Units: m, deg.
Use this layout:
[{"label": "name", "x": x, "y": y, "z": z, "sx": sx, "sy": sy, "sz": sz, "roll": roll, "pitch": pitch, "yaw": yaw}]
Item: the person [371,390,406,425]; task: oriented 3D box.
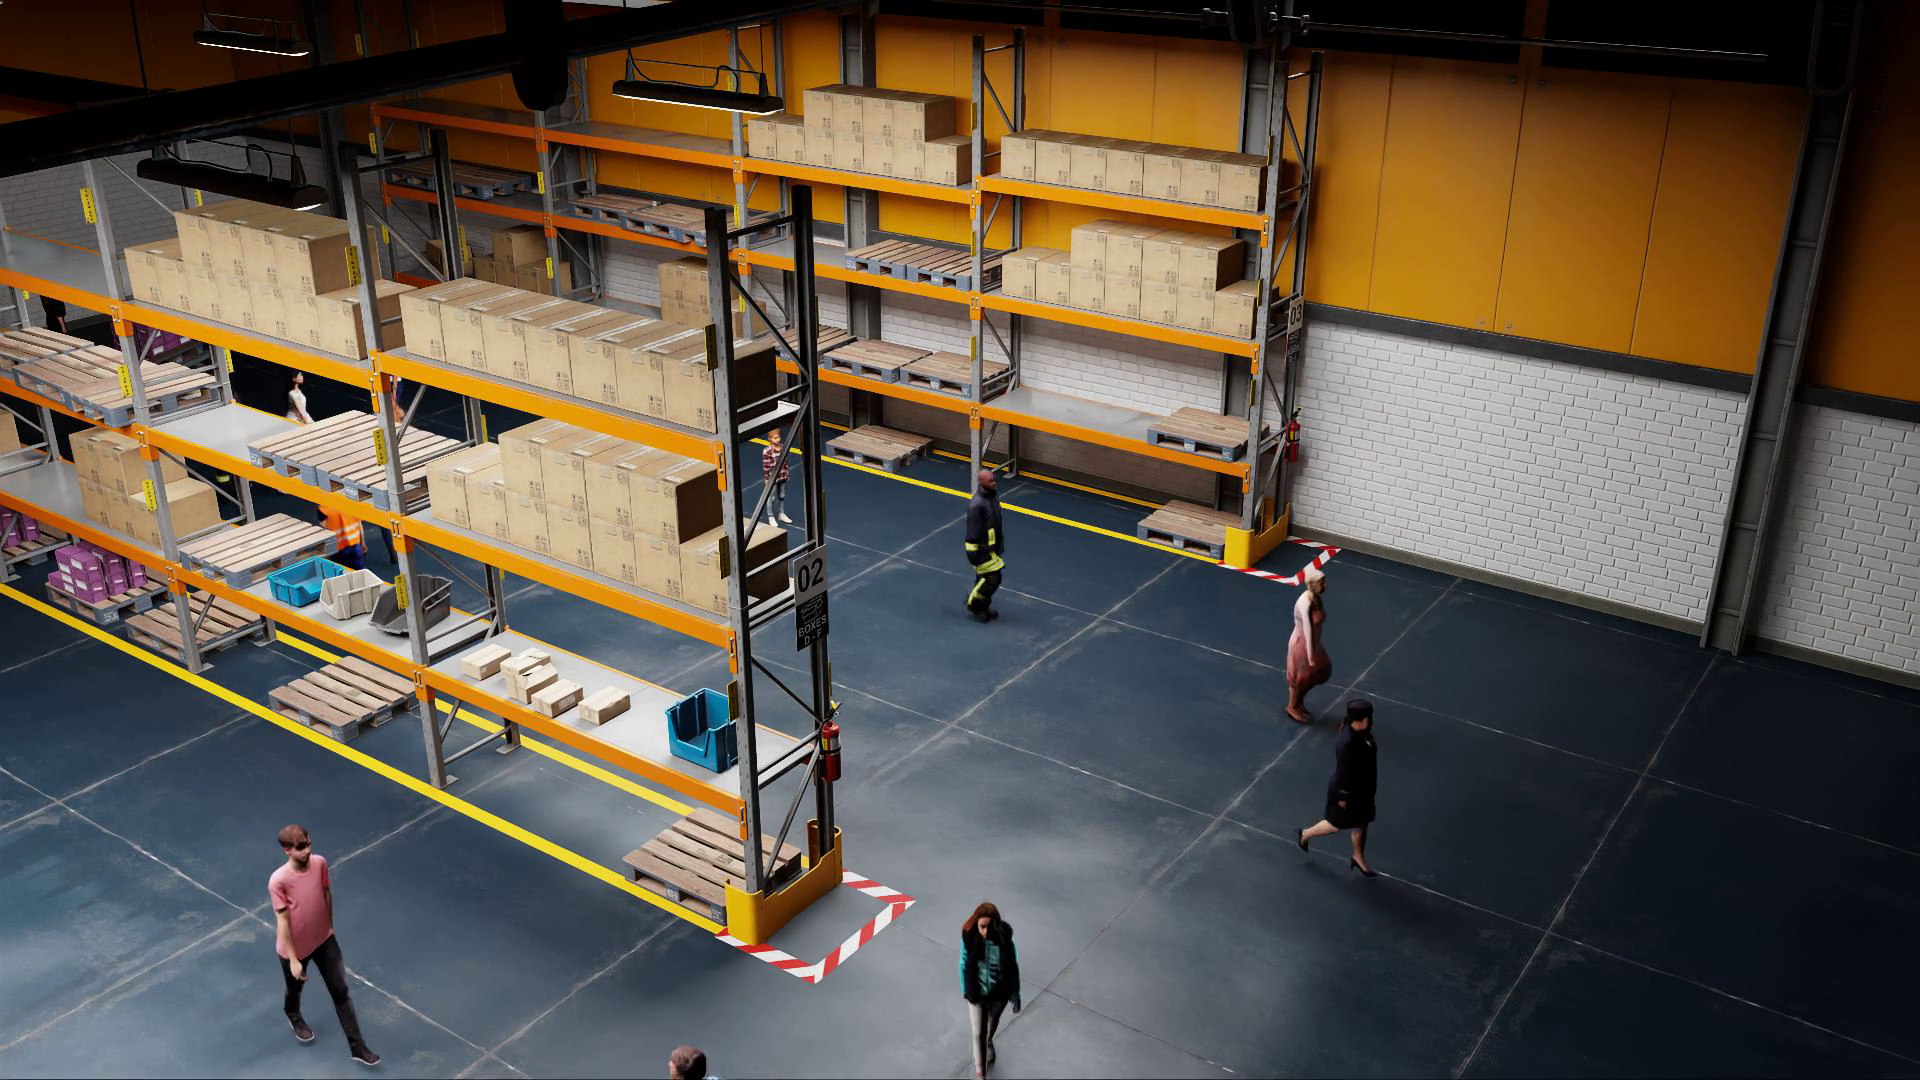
[{"label": "person", "x": -7.334, "y": -1.121, "z": 21.561, "sx": 0.870, "sy": 1.686, "sz": 1.048, "roll": -12, "pitch": 27, "yaw": -26}]

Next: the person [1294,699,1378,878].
[{"label": "person", "x": 3.271, "y": 2.110, "z": 14.214, "sx": 0.981, "sy": 1.650, "sz": 0.702, "roll": 15, "pitch": 28, "yaw": 30}]

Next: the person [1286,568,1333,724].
[{"label": "person", "x": 3.375, "y": 1.049, "z": 16.606, "sx": 0.629, "sy": 1.679, "sz": 0.606, "roll": 14, "pitch": 27, "yaw": 28}]

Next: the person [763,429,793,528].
[{"label": "person", "x": -2.366, "y": -0.828, "z": 21.366, "sx": 0.576, "sy": 1.306, "sz": 0.589, "roll": -19, "pitch": 30, "yaw": -37}]

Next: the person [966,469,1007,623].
[{"label": "person", "x": 0.204, "y": 0.031, "z": 18.768, "sx": 0.796, "sy": 1.813, "sz": 0.791, "roll": 11, "pitch": 26, "yaw": 24}]

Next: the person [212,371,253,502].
[{"label": "person", "x": -9.739, "y": -1.388, "z": 21.989, "sx": 1.059, "sy": 1.833, "sz": 1.139, "roll": -2, "pitch": 24, "yaw": -4}]

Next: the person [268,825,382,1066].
[{"label": "person", "x": -4.798, "y": 2.907, "z": 12.068, "sx": 1.220, "sy": 1.910, "sz": 0.700, "roll": 17, "pitch": 29, "yaw": 34}]

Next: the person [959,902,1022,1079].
[{"label": "person", "x": 0.209, "y": 3.189, "z": 11.978, "sx": 0.954, "sy": 1.465, "sz": 0.975, "roll": -2, "pitch": 24, "yaw": -5}]
